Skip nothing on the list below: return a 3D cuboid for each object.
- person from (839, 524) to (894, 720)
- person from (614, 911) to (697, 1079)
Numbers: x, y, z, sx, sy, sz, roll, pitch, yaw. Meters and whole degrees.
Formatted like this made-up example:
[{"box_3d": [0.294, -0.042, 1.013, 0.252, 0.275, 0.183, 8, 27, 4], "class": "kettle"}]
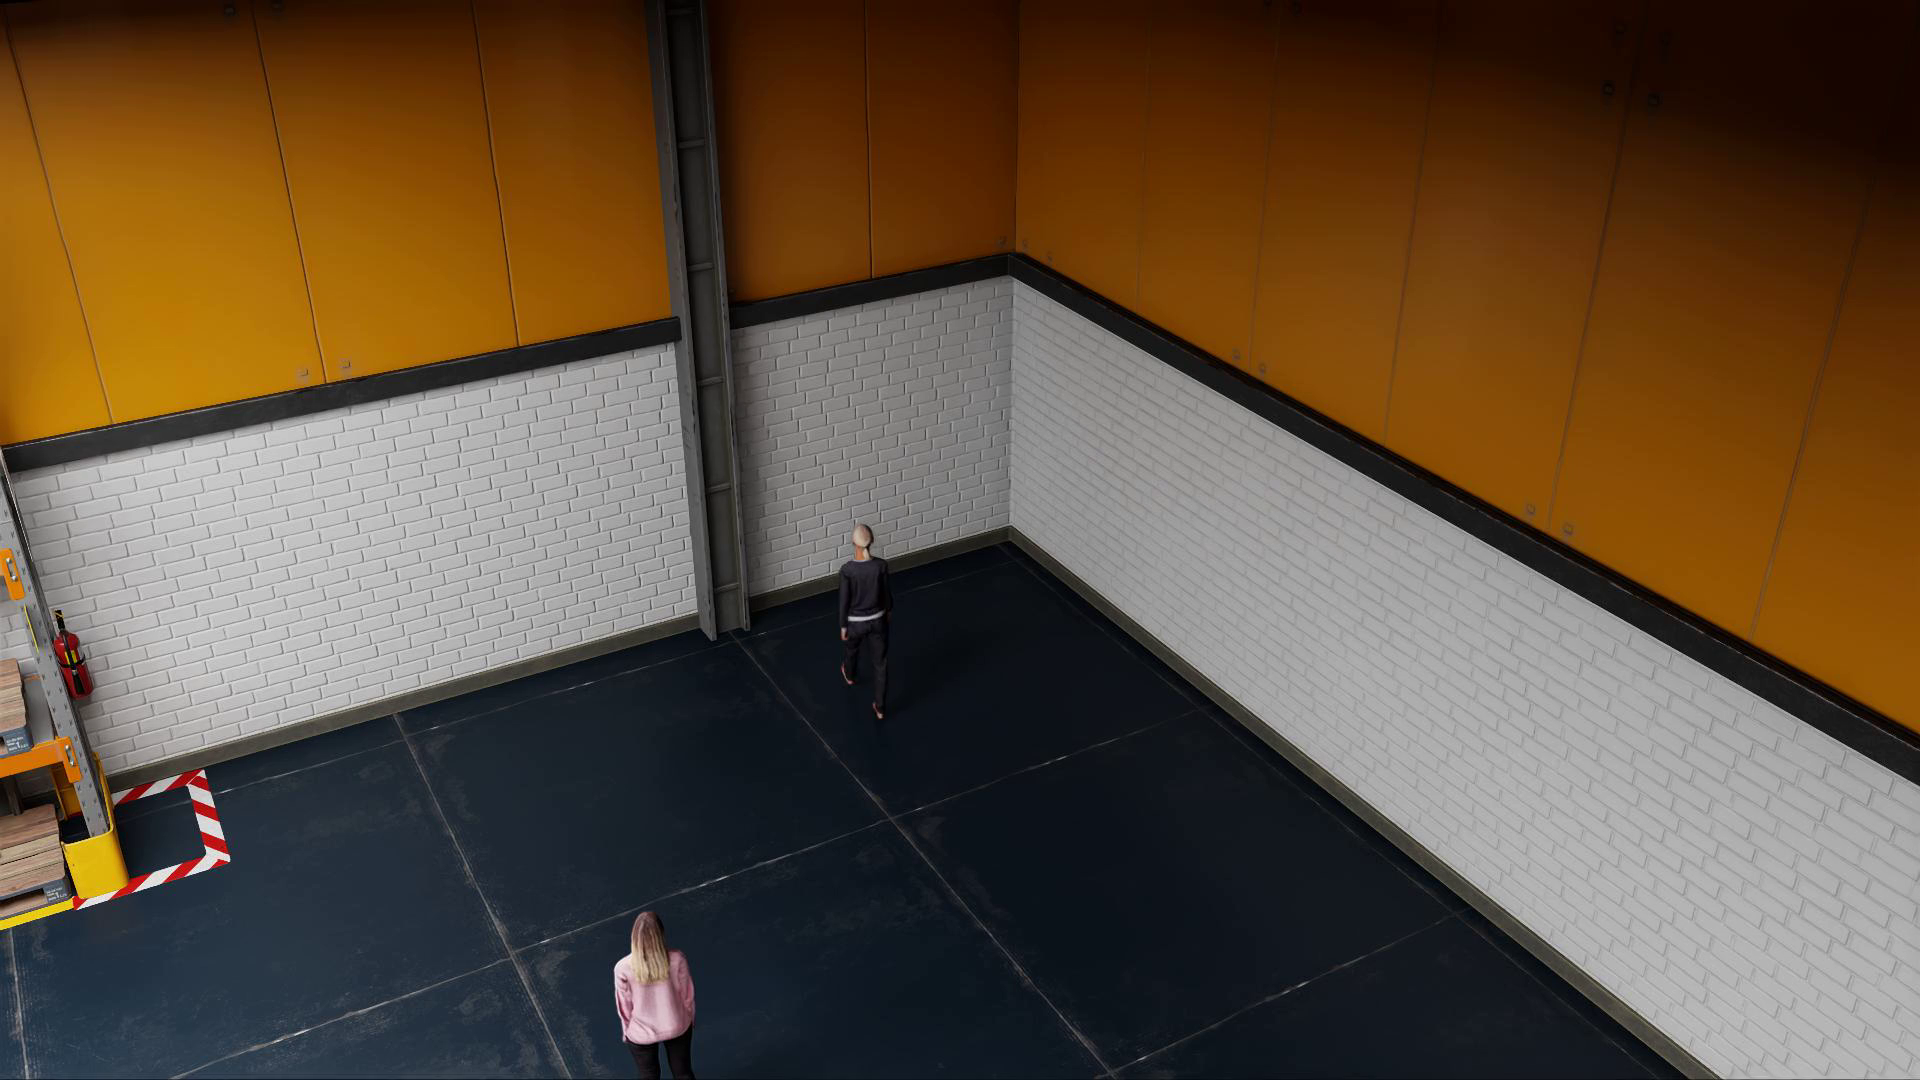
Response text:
[{"box_3d": [-0.764, 0.709, 13.812, 1.048, 1.687, 0.892, -7, 29, -13], "class": "person"}, {"box_3d": [-1.785, 2.877, 9.837, 0.560, 1.688, 0.716, -8, 30, -14], "class": "person"}]
